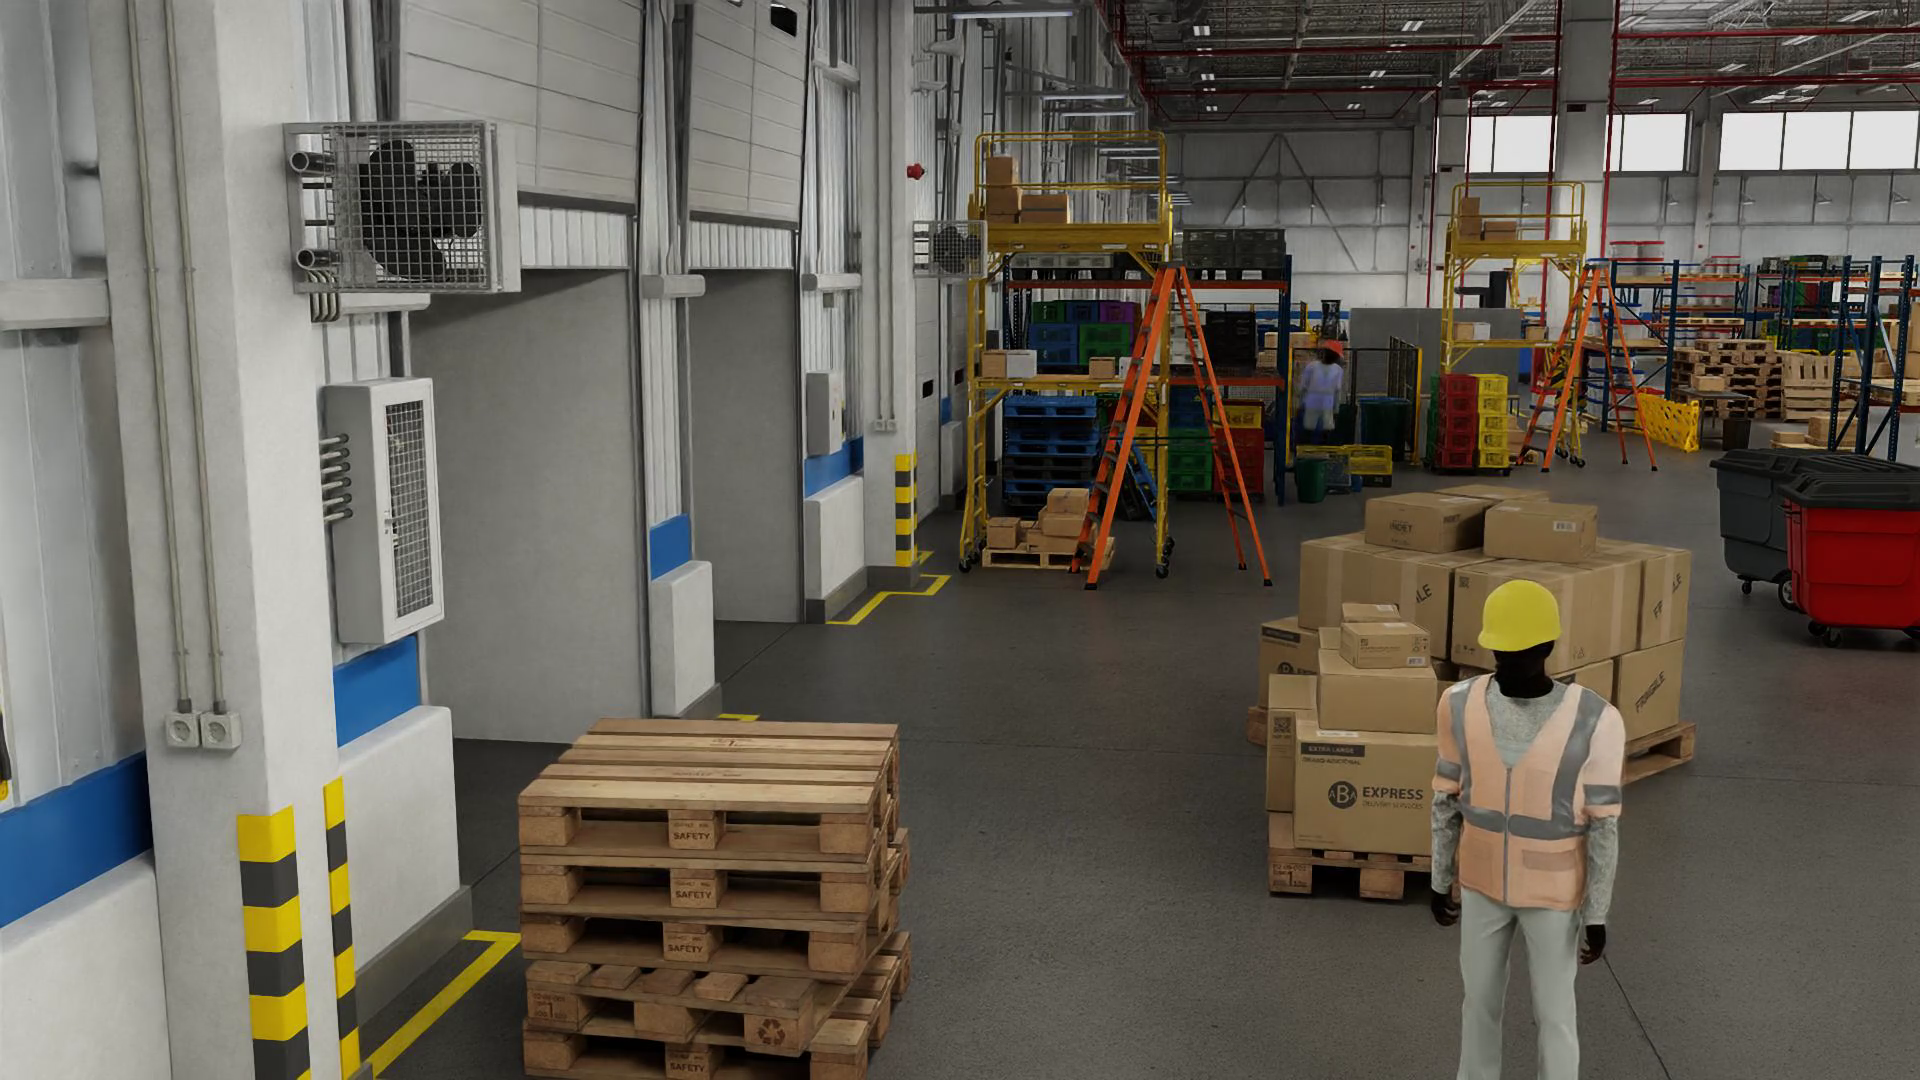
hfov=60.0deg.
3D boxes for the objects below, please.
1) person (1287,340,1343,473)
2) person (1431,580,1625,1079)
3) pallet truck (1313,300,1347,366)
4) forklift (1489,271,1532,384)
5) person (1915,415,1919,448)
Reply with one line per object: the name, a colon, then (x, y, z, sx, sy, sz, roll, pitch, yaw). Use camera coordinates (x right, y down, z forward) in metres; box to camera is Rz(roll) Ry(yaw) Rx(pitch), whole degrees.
person: (4.962, -1.848, 23.253, 0.736, 1.891, 0.415, 0, 9, -3)
person: (1.727, 1.064, 5.170, 0.587, 1.918, 0.399, 7, 12, 37)
pallet truck: (11.159, -6.200, 49.718, 0.823, 1.965, 1.885, 4, 10, 26)
forklift: (13.424, -5.322, 41.592, 1.873, 2.768, 1.129, 1, 9, 9)
person: (15.591, -2.329, 26.660, 0.322, 1.735, 0.485, 8, 12, 41)
